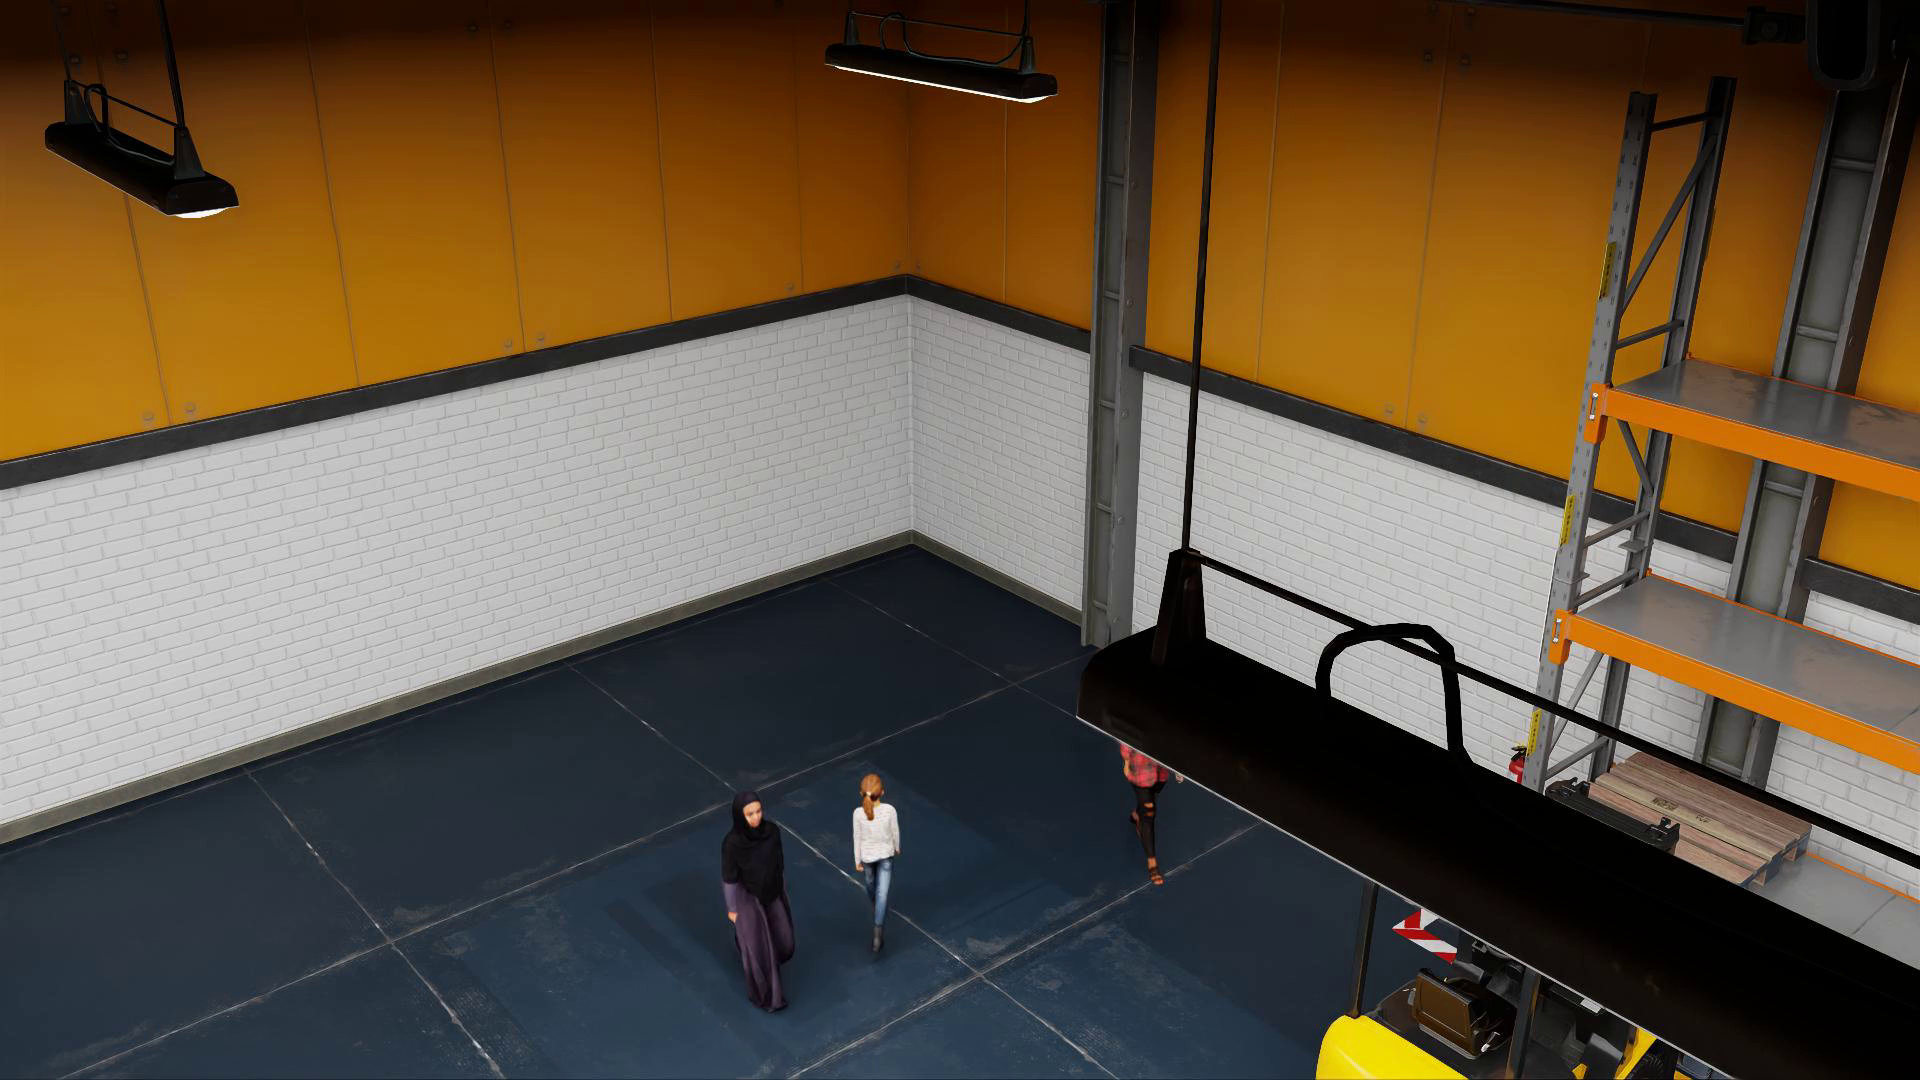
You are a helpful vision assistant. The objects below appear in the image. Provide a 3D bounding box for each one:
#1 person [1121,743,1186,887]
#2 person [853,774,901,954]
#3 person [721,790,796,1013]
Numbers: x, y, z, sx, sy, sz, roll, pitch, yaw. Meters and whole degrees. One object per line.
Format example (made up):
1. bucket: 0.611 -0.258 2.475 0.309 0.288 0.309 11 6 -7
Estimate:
1. person: 1.437 1.681 12.617 0.895 1.663 1.168 -6 24 -14
2. person: -0.584 2.282 11.715 0.867 1.284 0.939 1 24 3
3. person: -1.382 2.354 11.147 0.632 1.608 0.856 -16 28 -32
